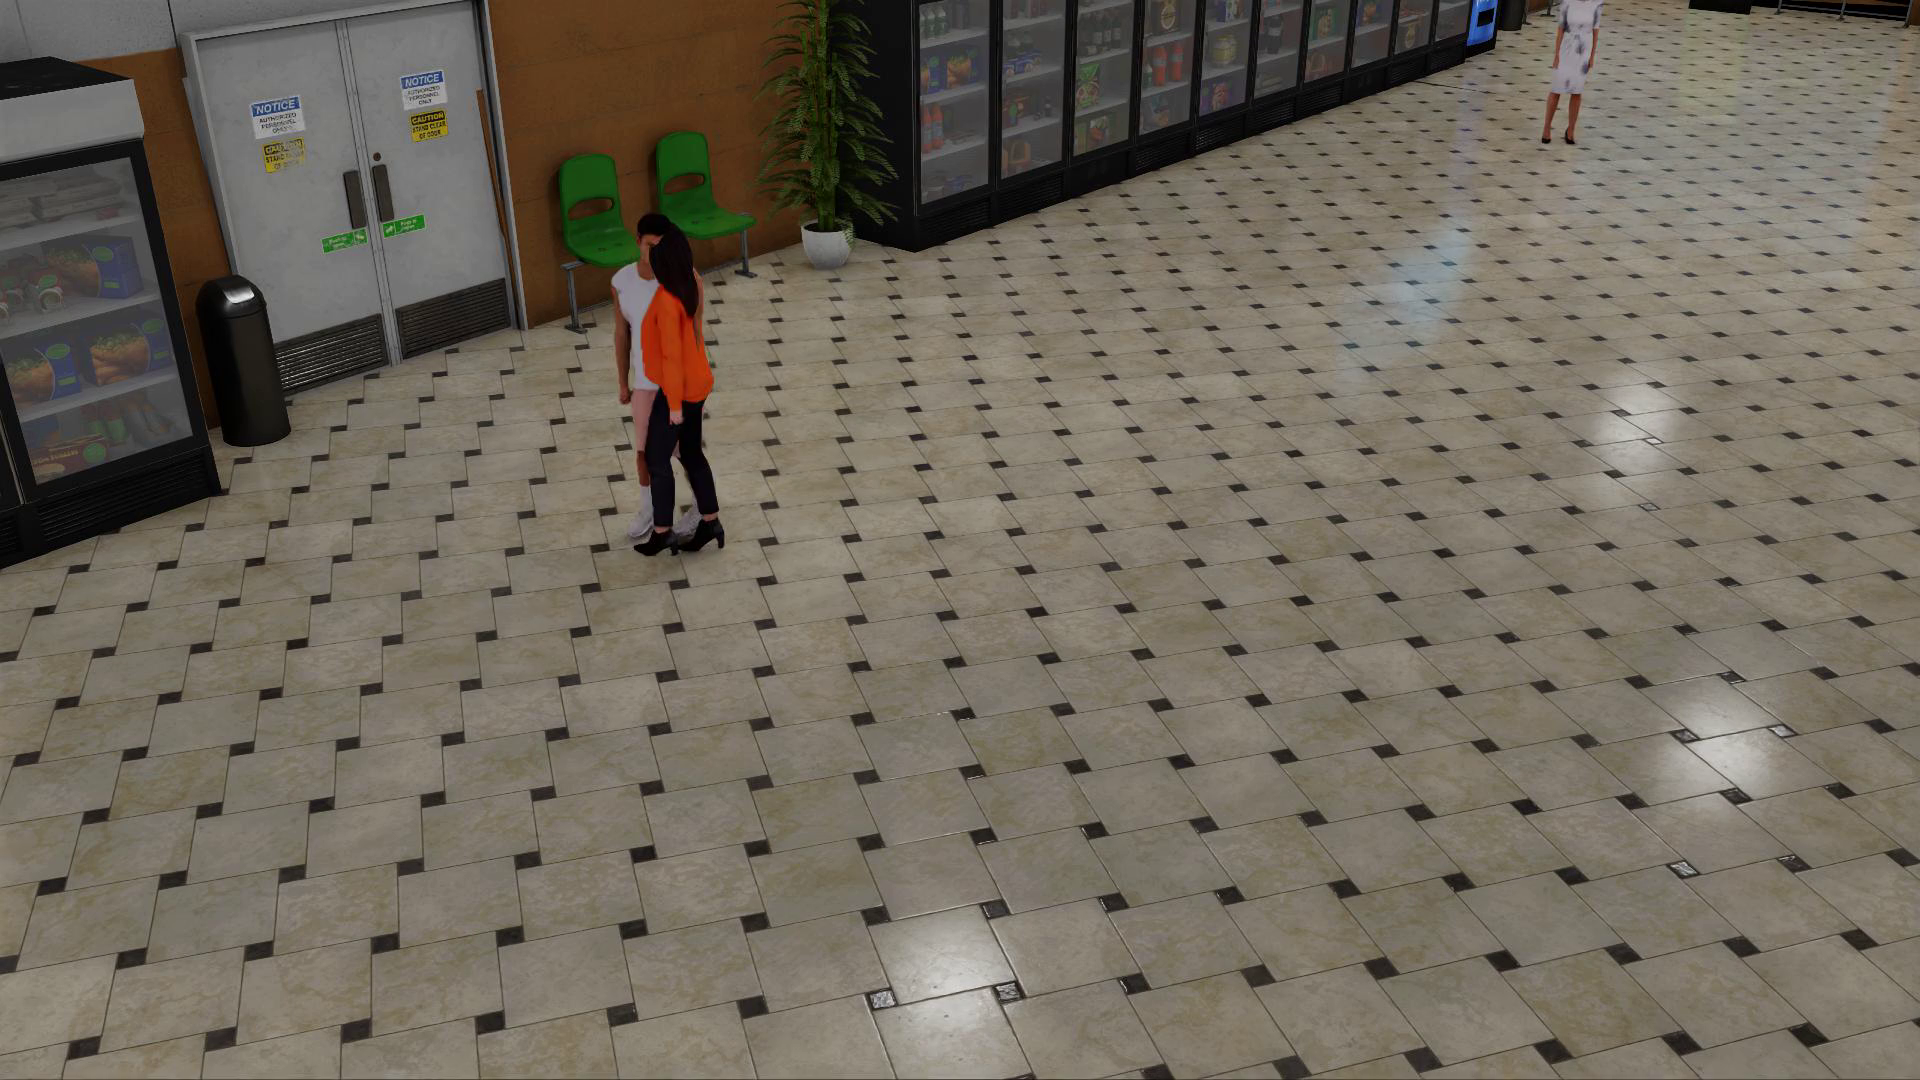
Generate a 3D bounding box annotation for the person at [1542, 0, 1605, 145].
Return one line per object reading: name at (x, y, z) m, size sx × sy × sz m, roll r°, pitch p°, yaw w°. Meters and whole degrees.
person at (6.031, -4.782, 16.361) m, size 0.615 × 1.748 × 0.707 m, roll 3°, pitch 27°, yaw 6°

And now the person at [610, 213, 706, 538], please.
person at (-1.458, -0.834, 8.571) m, size 0.756 × 1.750 × 0.848 m, roll 10°, pitch 28°, yaw 18°

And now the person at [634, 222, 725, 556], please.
person at (-1.333, -0.741, 8.421) m, size 0.871 × 1.720 × 0.820 m, roll -2°, pitch 27°, yaw -4°
